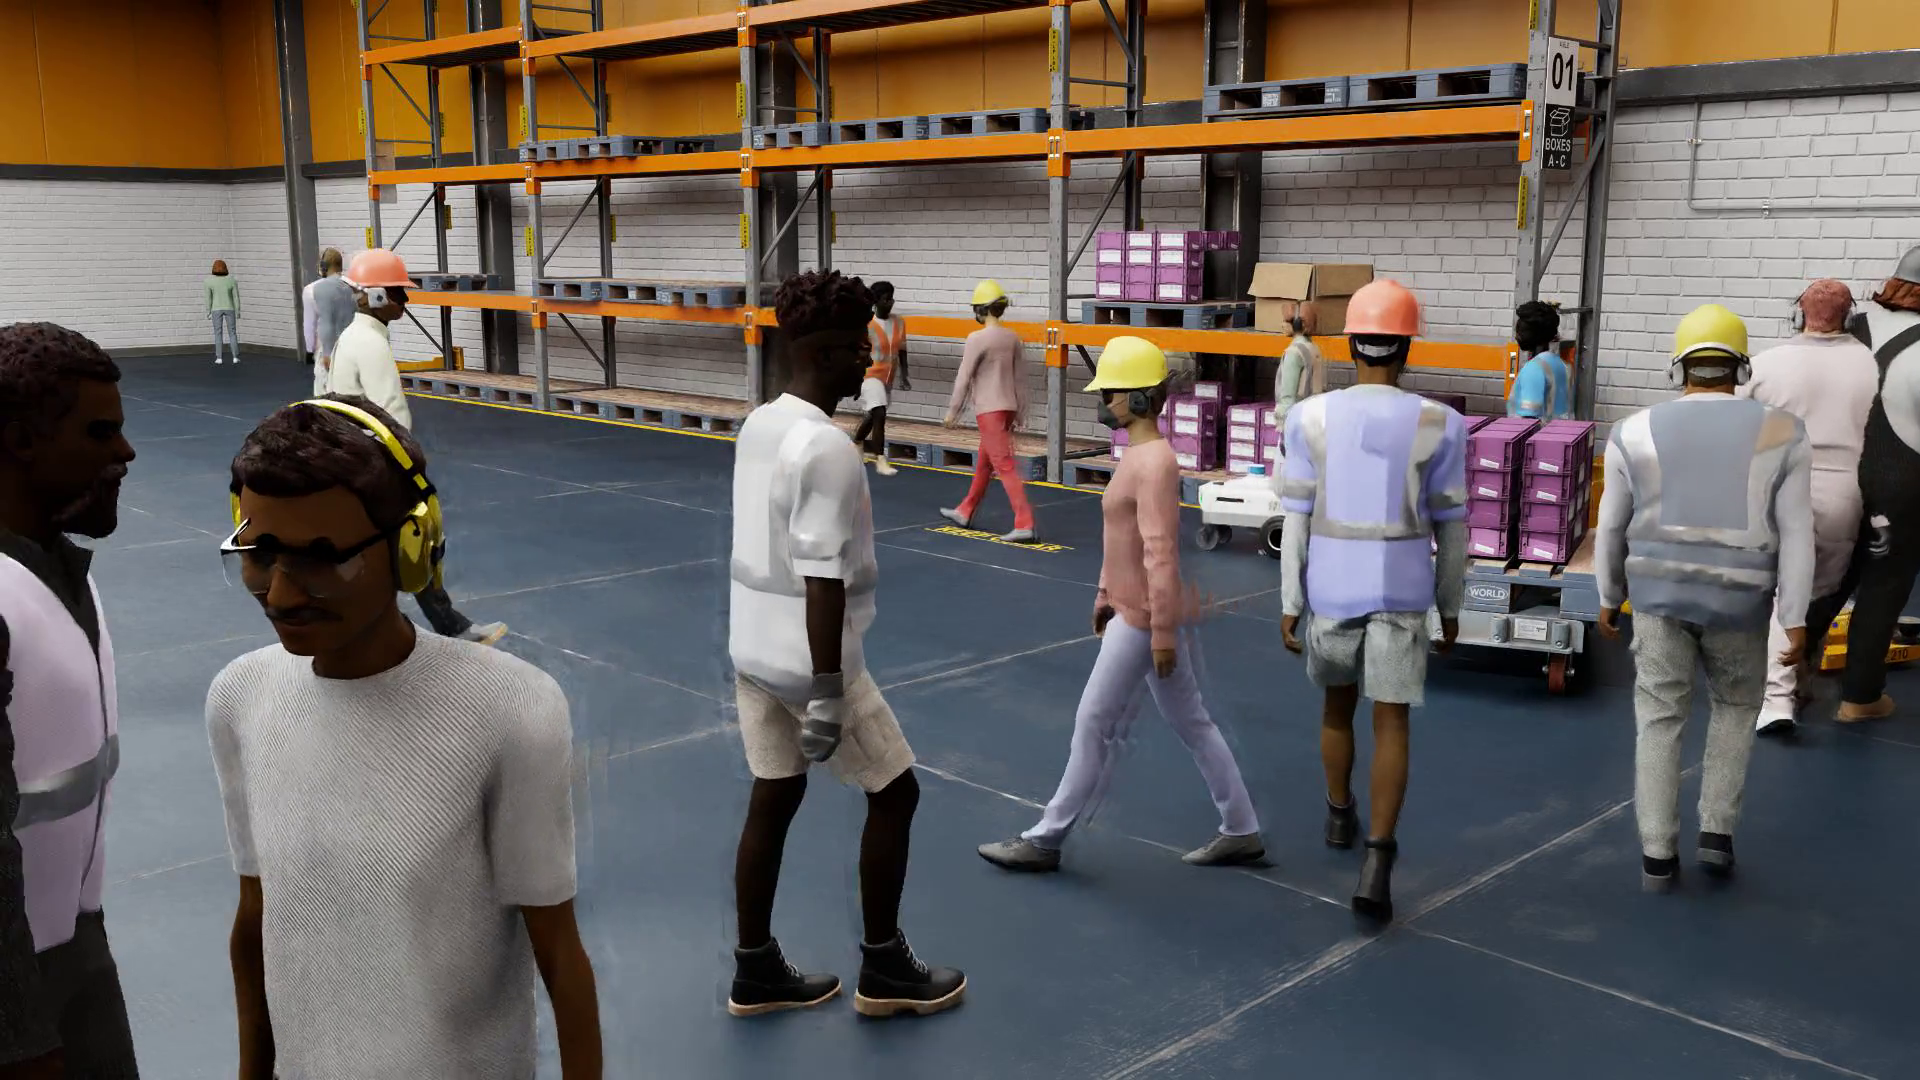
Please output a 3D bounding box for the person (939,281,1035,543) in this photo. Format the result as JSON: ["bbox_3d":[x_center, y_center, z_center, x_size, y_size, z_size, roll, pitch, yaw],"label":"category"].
[{"bbox_3d":[0.182,-0.855,11.103,0.923,1.717,0.541,7,13,35],"label":"person"}]

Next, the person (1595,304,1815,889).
[{"bbox_3d":[2.304,0.177,5.194,0.630,1.806,0.536,5,12,27],"label":"person"}]

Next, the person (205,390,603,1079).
[{"bbox_3d":[-0.657,0.732,2.083,0.555,1.846,0.545,4,11,19],"label":"person"}]

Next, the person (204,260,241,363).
[{"bbox_3d":[-11.675,-3.612,26.353,0.507,1.633,0.277,-5,12,-26],"label":"person"}]

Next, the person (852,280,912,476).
[{"bbox_3d":[-0.781,-1.402,14.246,0.760,1.653,0.549,9,14,42],"label":"person"}]

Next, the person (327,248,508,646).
[{"bbox_3d":[-2.559,-0.336,7.601,0.963,1.948,0.629,-4,11,-19],"label":"person"}]

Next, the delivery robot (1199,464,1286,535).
[{"bbox_3d":[1.901,-0.242,10.661,0.707,0.478,0.477,6,12,27],"label":"delivery robot"}]

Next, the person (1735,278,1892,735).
[{"bbox_3d":[3.507,-0.137,6.884,0.657,1.870,1.006,3,11,17],"label":"person"}]

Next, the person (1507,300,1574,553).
[{"bbox_3d":[3.176,-0.452,8.983,0.522,1.681,0.549,7,12,33],"label":"person"}]

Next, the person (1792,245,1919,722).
[{"bbox_3d":[3.822,-0.245,6.878,0.575,2.000,0.722,-6,12,-29],"label":"person"}]

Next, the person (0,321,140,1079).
[{"bbox_3d":[-1.422,0.626,2.575,0.602,1.891,0.598,-3,11,-15],"label":"person"}]

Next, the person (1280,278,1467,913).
[{"bbox_3d":[1.260,0.150,5.119,0.551,1.901,0.939,4,11,20],"label":"person"}]

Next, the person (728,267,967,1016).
[{"bbox_3d":[-0.291,0.284,4.285,0.731,1.941,0.610,-6,12,-29],"label":"person"}]

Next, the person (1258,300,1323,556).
[{"bbox_3d":[2.137,-0.667,10.296,0.504,1.624,0.530,5,11,25],"label":"person"}]

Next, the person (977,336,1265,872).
[{"bbox_3d":[0.556,0.220,5.232,0.926,1.715,0.545,1,10,5],"label":"person"}]

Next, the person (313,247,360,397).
[{"bbox_3d":[-5.839,-1.757,15.498,0.850,1.902,0.672,4,11,19],"label":"person"}]

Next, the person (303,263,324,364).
[{"bbox_3d":[-6.235,-1.925,16.602,0.620,1.840,0.430,-9,13,-39],"label":"person"}]

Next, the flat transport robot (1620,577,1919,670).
[{"bbox_3d":[4.021,0.369,8.360,0.652,0.197,1.431,-4,11,-20],"label":"flat transport robot"}]
